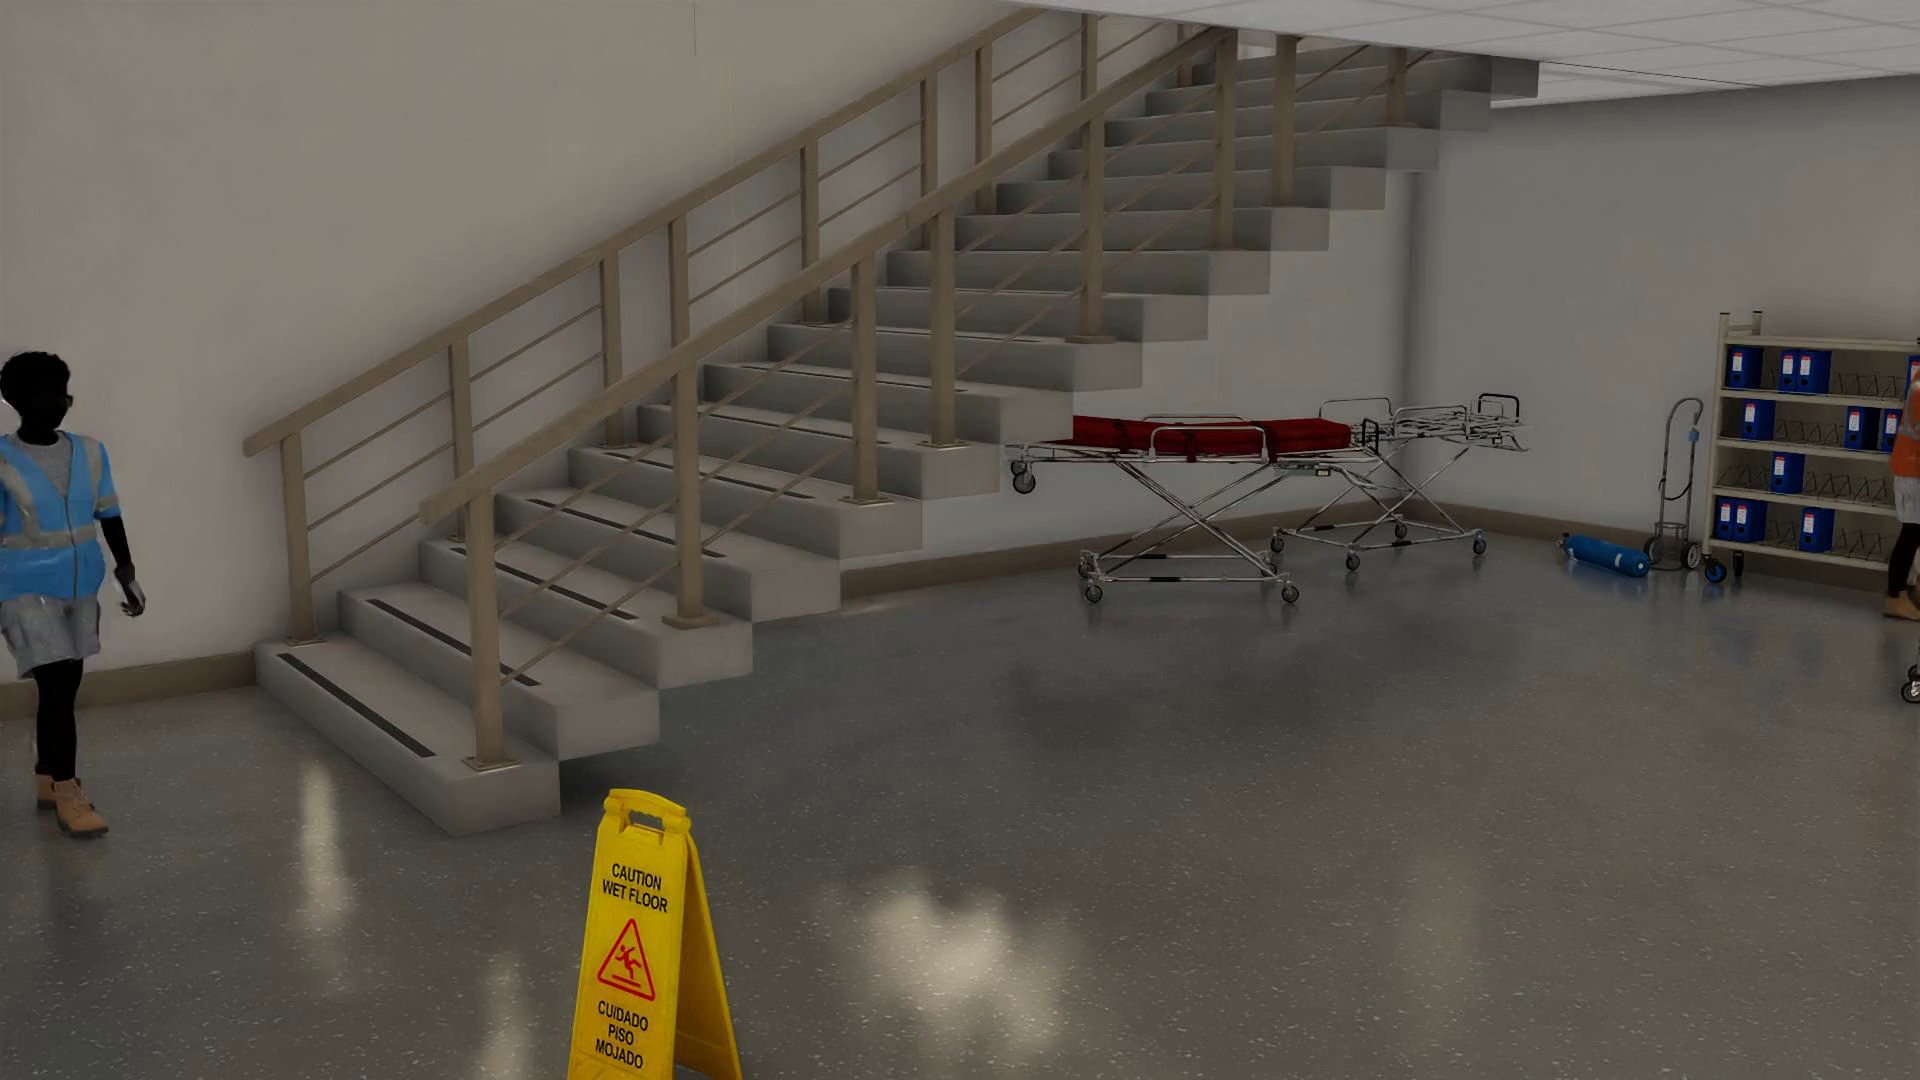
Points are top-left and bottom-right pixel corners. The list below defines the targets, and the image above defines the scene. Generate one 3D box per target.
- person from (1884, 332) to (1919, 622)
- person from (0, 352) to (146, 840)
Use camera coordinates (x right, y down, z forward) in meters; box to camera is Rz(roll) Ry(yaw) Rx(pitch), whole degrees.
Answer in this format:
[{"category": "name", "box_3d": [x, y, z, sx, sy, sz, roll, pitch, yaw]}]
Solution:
[{"category": "person", "box_3d": [5.266, -0.365, 9.048, 0.359, 1.664, 0.599, 9, 13, 41]}, {"category": "person", "box_3d": [-3.108, 0.185, 5.802, 0.676, 1.669, 0.551, 4, 11, 24]}]
